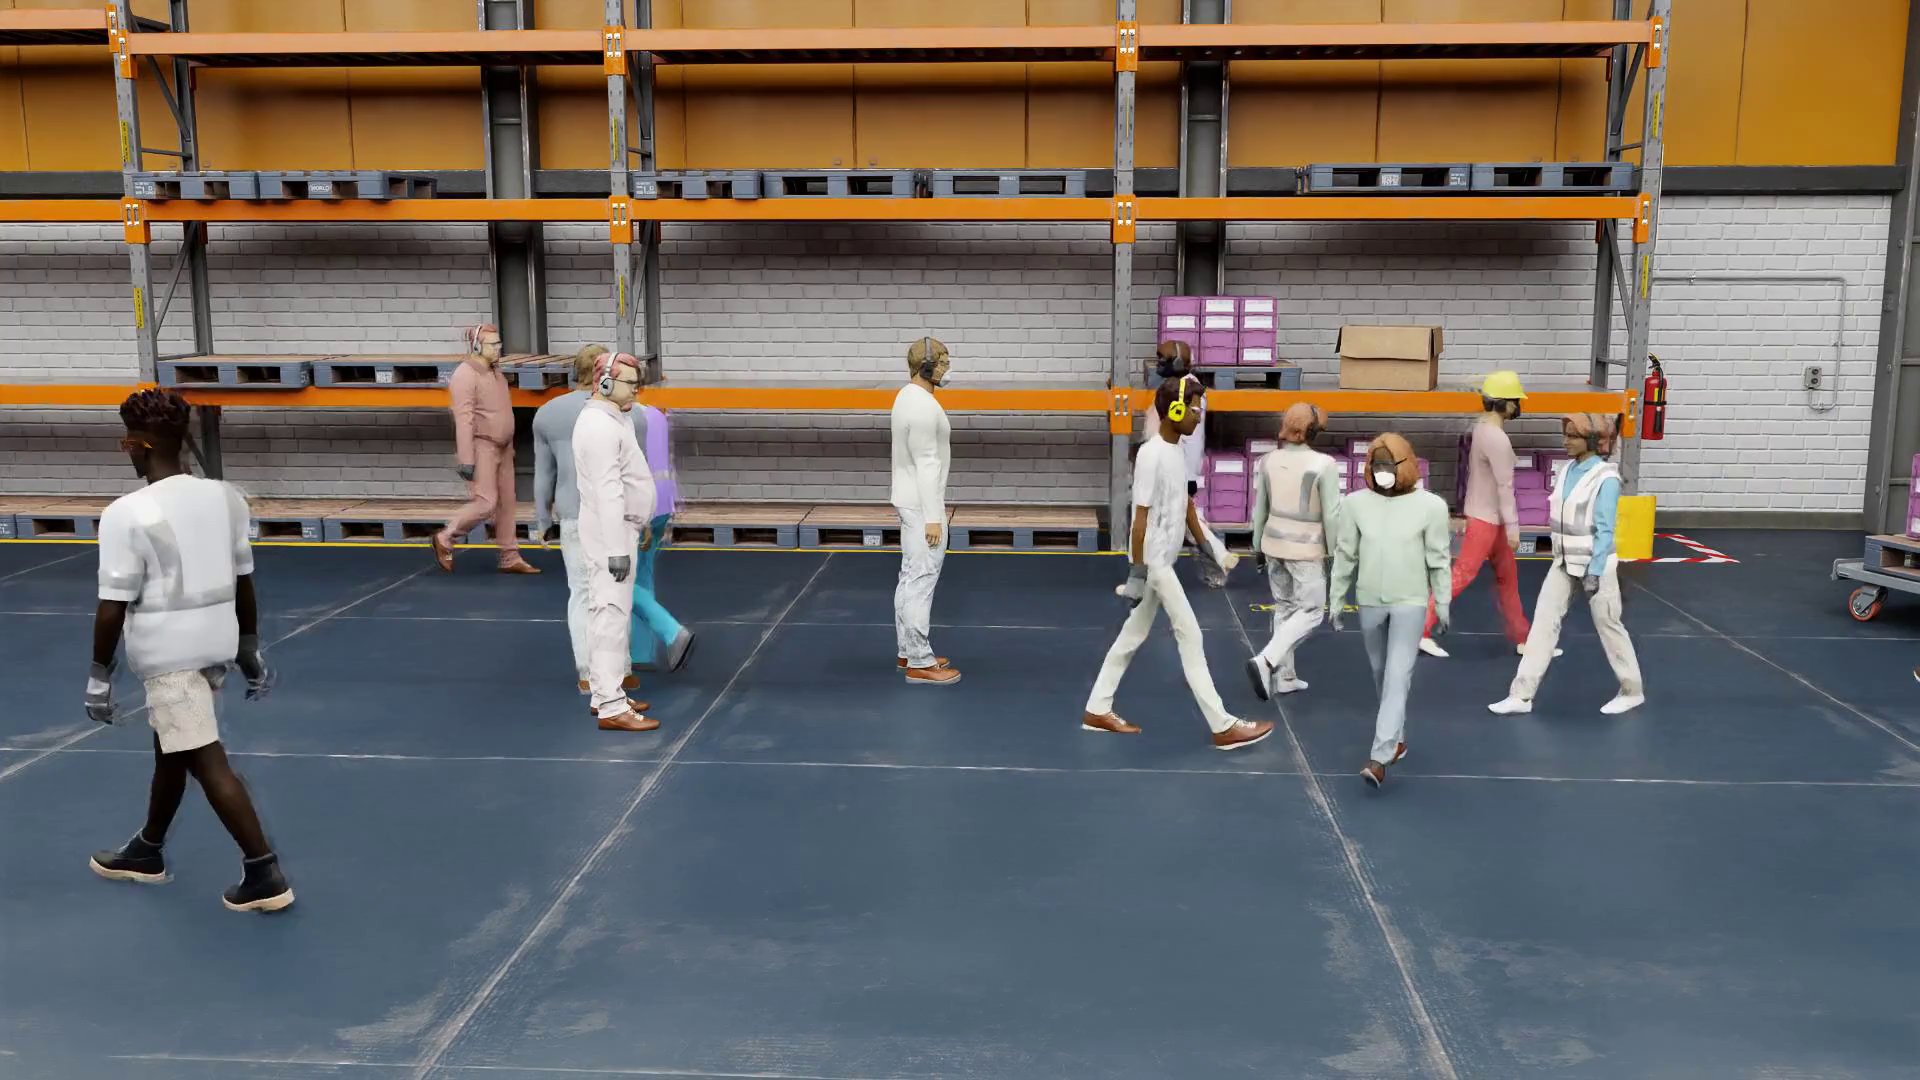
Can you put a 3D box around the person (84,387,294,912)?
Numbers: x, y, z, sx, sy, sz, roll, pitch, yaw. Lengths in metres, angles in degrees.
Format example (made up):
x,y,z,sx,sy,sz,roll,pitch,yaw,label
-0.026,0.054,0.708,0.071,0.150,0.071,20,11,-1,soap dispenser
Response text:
x,y,z,sx,sy,sz,roll,pitch,yaw,label
-2.853,0.402,6.067,0.997,1.916,0.620,3,10,18,person

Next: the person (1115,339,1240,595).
x,y,z,sx,sy,sz,roll,pitch,yaw,label
1.563,-0.510,11.713,0.879,1.812,0.635,-1,10,-7,person

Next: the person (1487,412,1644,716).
x,y,z,sx,sy,sz,roll,pitch,yaw,label
3.203,0.135,8.552,0.856,1.592,0.532,-2,10,-14,person

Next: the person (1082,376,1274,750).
x,y,z,sx,sy,sz,roll,pitch,yaw,label
1.037,0.112,8.104,0.986,1.807,0.480,3,10,15,person

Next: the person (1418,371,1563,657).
x,y,z,sx,sy,sz,roll,pitch,yaw,label
3.097,-0.138,9.798,0.924,1.722,0.534,2,10,9,person

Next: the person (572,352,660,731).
x,y,z,sx,sy,sz,roll,pitch,yaw,label
-1.735,0.005,8.425,0.405,1.903,0.636,-3,10,-16,person

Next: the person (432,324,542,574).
x,y,z,sx,sy,sz,roll,pitch,yaw,label
-3.533,-0.658,12.339,0.705,1.889,0.669,2,10,10,person

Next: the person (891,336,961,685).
x,y,z,sx,sy,sz,roll,pitch,yaw,label
-0.203,-0.167,9.315,0.358,1.937,0.636,-2,10,-10,person

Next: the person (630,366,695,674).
x,y,z,sx,sy,sz,roll,pitch,yaw,label
-1.760,-0.116,9.372,0.596,1.824,0.590,5,11,28,person

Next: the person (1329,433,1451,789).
x,y,z,sx,sy,sz,roll,pitch,yaw,label
1.914,0.315,7.518,0.515,1.579,0.855,7,12,34,person

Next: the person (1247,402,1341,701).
x,y,z,sx,sy,sz,roll,pitch,yaw,label
1.731,0.074,8.820,0.574,1.617,0.524,-8,12,-39,person

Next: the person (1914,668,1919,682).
x,y,z,sx,sy,sz,roll,pitch,yaw,label
5.425,0.051,8.439,0.540,1.809,0.968,-9,13,-43,person

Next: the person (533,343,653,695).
x,y,z,sx,sy,sz,roll,pitch,yaw,label
-1.988,-0.105,9.046,0.650,1.924,0.412,1,10,4,person
